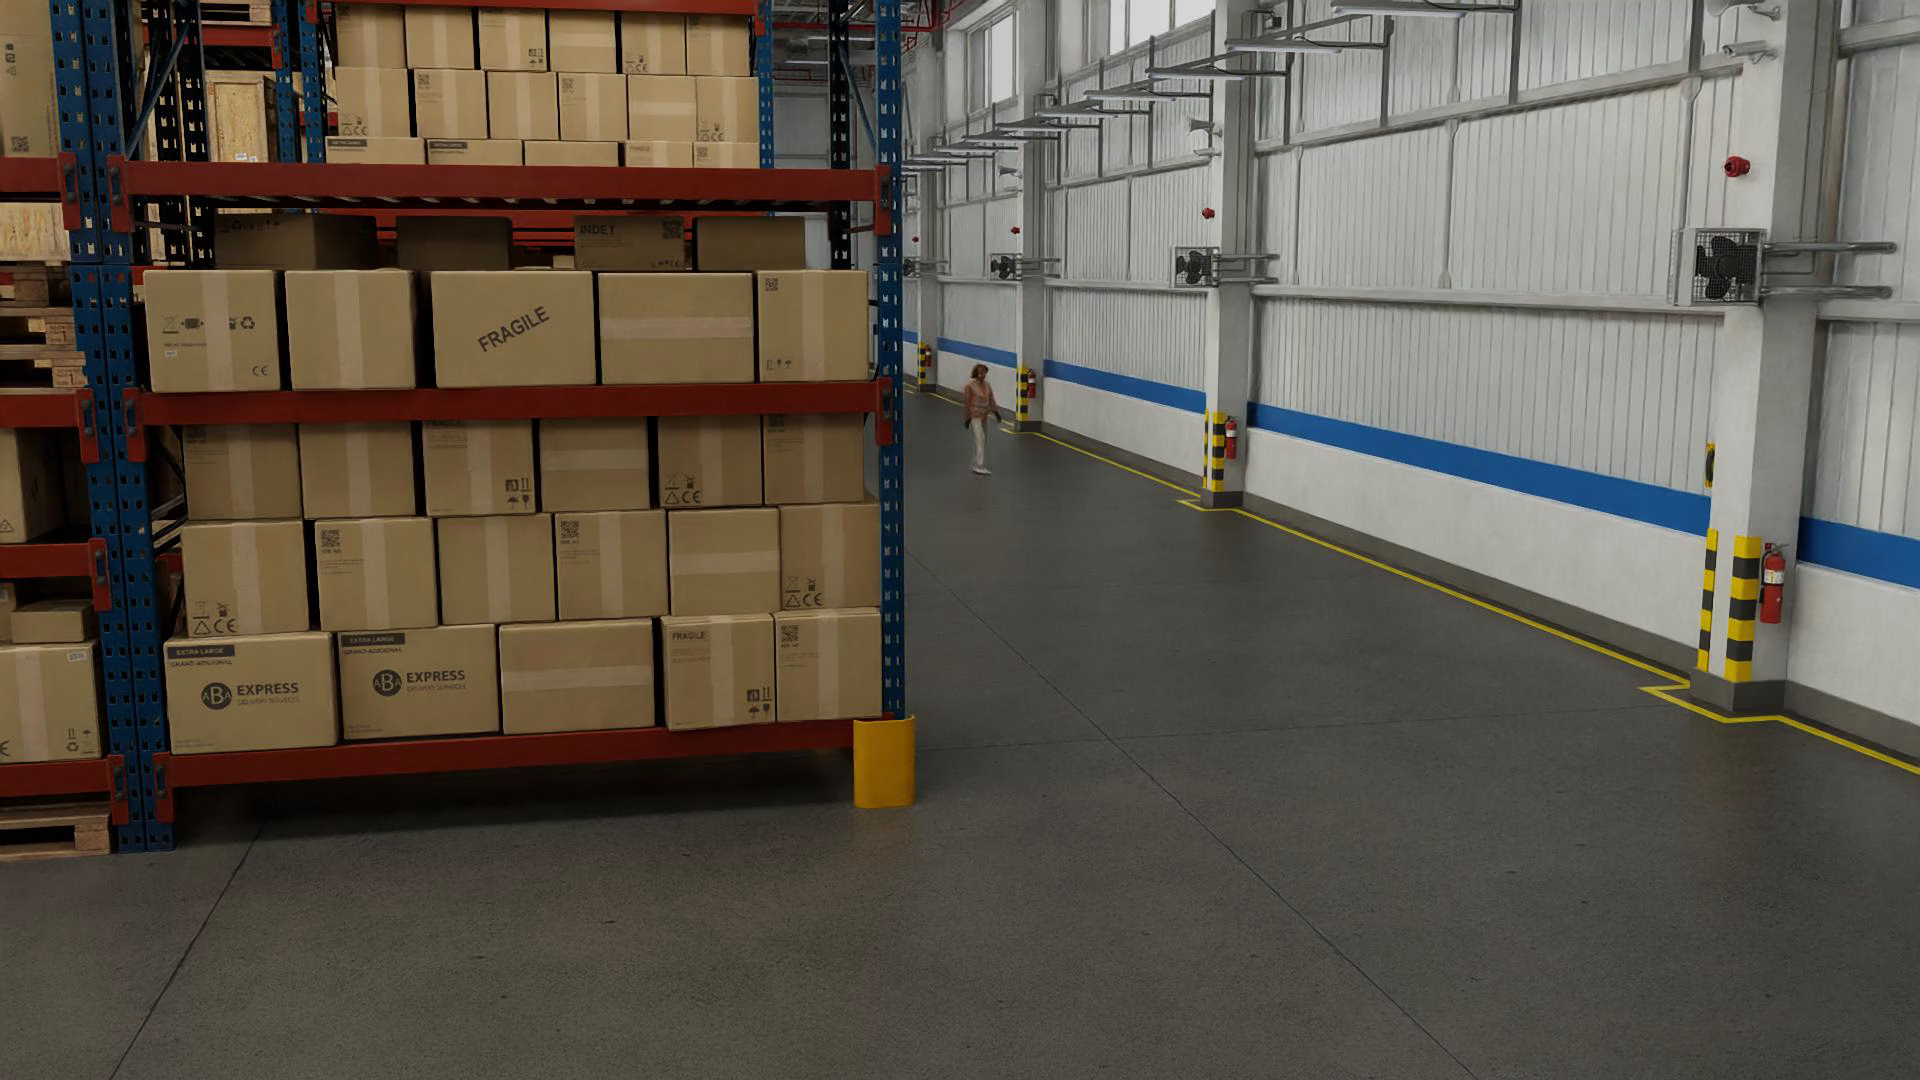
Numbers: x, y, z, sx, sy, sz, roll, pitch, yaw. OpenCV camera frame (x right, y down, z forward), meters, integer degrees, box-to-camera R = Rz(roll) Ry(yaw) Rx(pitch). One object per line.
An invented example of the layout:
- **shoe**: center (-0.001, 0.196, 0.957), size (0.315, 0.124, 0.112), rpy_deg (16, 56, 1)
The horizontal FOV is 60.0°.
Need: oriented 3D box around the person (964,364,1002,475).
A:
- **person**: center (0.336, -1.763, 24.357), size (0.517, 1.617, 0.525), rpy_deg (7, 12, 36)
